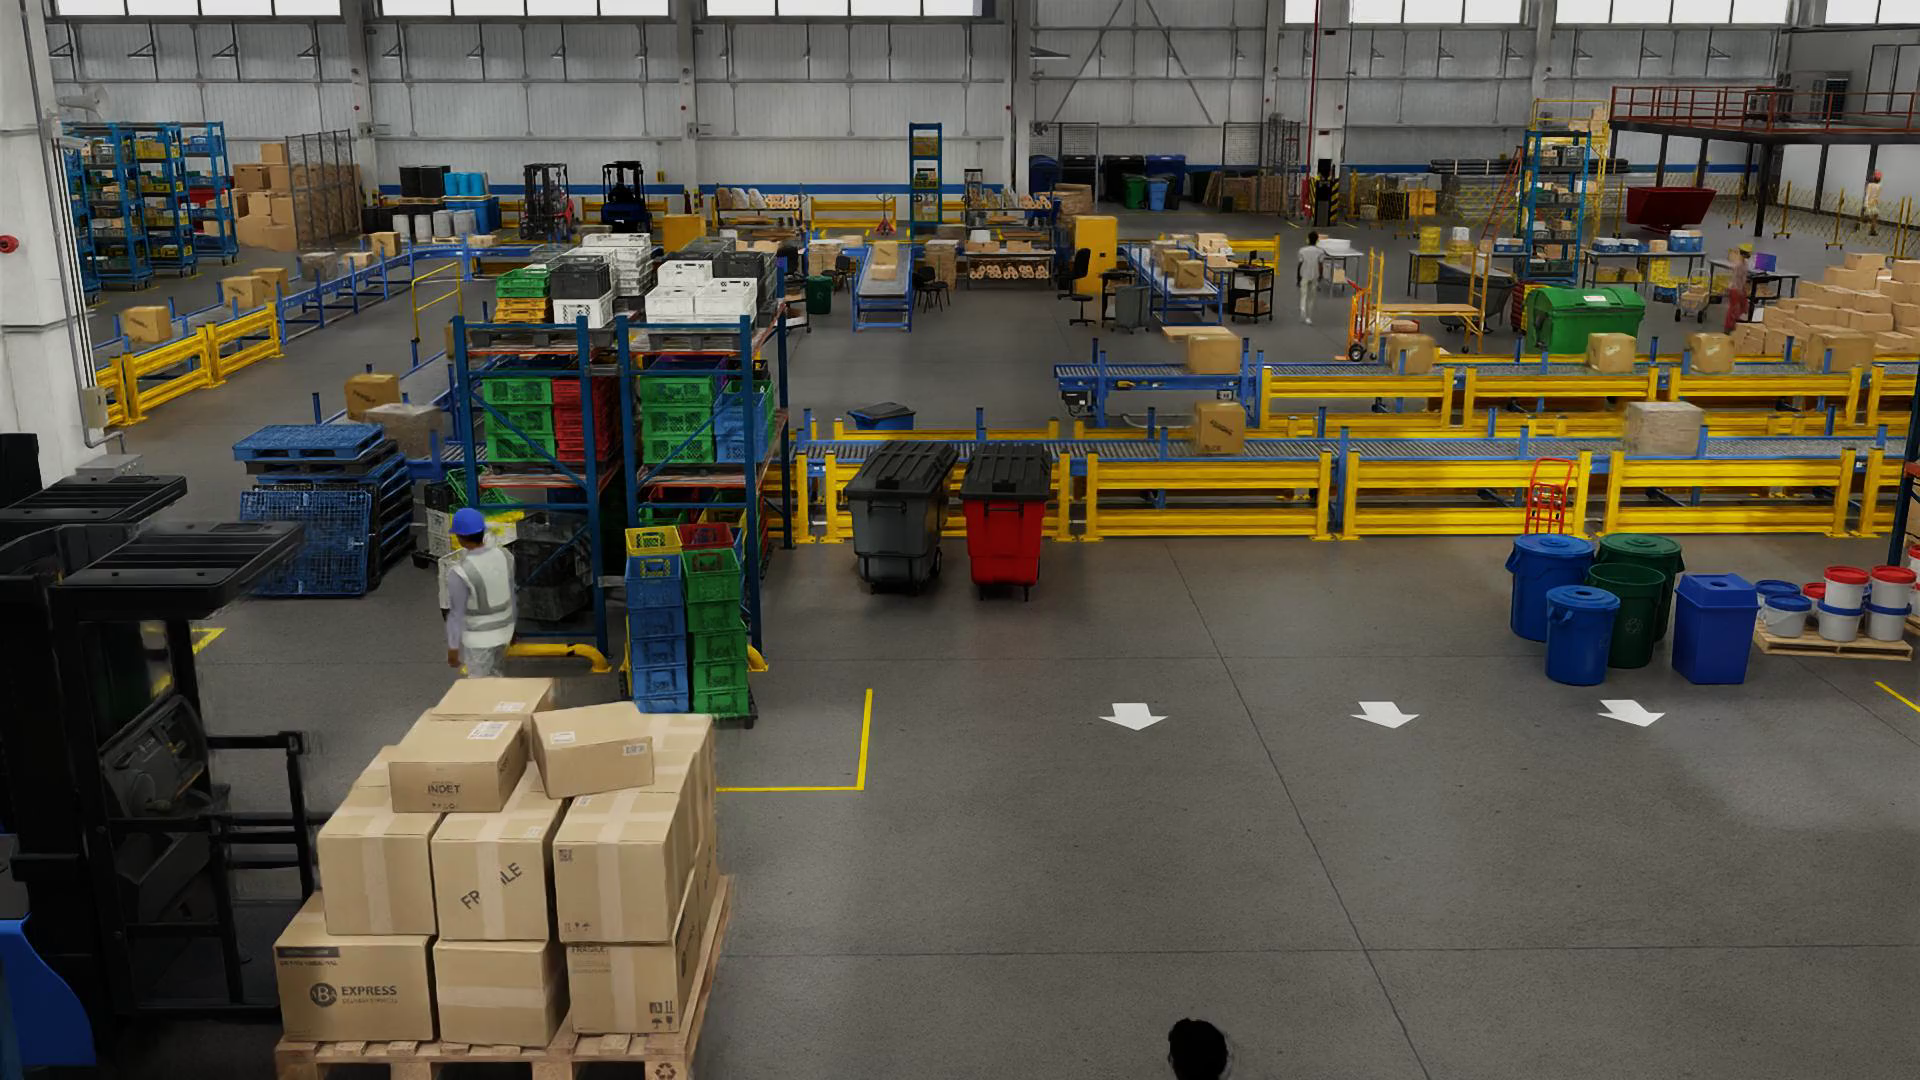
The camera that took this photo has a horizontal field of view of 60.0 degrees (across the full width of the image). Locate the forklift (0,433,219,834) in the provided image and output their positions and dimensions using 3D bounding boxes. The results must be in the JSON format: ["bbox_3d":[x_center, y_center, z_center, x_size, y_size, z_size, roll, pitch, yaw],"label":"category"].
[{"bbox_3d":[-5.952,0.780,10.366,1.873,2.768,1.129,0,16,-1],"label":"forklift"}]

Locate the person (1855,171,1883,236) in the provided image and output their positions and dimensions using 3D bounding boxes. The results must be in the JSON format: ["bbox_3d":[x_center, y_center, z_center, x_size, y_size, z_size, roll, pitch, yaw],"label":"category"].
[{"bbox_3d":[27.386,-10.119,49.973,0.555,1.916,0.777,-5,17,-16],"label":"person"}]

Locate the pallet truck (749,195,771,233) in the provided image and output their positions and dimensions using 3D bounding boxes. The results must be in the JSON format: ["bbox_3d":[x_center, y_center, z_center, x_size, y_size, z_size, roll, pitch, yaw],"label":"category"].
[{"bbox_3d":[-6.051,-9.967,50.660,0.680,1.201,1.601,0,16,-1],"label":"pallet truck"}]

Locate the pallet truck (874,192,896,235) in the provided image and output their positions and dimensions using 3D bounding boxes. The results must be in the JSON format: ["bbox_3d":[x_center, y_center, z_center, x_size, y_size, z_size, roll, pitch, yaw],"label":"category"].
[{"bbox_3d":[-2.277,-9.986,50.594,0.653,1.274,1.630,0,16,-1],"label":"pallet truck"}]

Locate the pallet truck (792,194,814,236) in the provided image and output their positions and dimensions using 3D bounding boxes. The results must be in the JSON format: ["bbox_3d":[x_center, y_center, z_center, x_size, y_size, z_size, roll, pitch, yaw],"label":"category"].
[{"bbox_3d":[-4.814,-9.883,50.259,0.704,1.261,1.522,-1,16,-3],"label":"pallet truck"}]

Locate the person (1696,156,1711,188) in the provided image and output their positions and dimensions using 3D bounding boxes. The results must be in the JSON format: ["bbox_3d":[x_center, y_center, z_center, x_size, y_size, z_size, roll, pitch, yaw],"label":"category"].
[{"bbox_3d":[25.963,-12.512,58.297,0.609,1.905,0.577,-8,18,-27],"label":"person"}]

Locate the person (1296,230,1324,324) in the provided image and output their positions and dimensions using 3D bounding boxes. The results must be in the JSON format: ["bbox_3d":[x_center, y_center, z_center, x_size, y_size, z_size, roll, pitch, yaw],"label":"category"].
[{"bbox_3d":[6.921,-5.183,32.926,0.542,1.846,0.623,5,17,15],"label":"person"}]

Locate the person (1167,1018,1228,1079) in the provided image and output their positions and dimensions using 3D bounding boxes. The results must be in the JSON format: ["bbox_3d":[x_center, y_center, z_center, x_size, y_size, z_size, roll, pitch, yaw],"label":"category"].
[{"bbox_3d":[0.841,2.556,6.356,0.545,1.651,0.867,-9,18,-28],"label":"person"}]

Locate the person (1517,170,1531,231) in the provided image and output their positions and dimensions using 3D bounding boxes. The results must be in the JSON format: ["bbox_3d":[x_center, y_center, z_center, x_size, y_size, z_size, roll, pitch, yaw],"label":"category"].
[{"bbox_3d":[17.362,-10.408,51.031,0.574,1.883,0.355,0,16,-1],"label":"person"}]

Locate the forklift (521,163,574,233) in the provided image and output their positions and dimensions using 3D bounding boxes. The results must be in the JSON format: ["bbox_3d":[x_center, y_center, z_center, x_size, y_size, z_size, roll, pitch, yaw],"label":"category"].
[{"bbox_3d":[-12.233,-10.122,49.298,1.157,1.987,2.680,0,16,-1],"label":"forklift"}]

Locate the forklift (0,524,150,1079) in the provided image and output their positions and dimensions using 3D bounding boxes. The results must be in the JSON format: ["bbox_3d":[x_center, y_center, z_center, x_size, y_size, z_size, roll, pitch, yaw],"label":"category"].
[{"bbox_3d":[-4.364,1.368,8.321,1.873,2.768,1.129,0,16,-1],"label":"forklift"}]

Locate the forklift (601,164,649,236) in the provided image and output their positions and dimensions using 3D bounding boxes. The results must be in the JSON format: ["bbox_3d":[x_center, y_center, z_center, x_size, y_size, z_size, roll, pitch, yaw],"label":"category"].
[{"bbox_3d":[-9.948,-10.127,49.296,1.157,1.987,2.680,-1,16,-3],"label":"forklift"}]

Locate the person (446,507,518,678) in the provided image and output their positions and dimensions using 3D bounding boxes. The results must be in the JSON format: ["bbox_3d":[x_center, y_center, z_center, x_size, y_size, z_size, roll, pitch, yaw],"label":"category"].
[{"bbox_3d":[-3.542,0.694,12.345,0.438,1.928,0.630,7,18,24],"label":"person"}]

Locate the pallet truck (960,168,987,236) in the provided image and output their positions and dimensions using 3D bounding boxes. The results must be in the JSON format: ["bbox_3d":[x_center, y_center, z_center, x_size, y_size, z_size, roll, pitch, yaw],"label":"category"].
[{"bbox_3d":[0.383,-10.230,50.206,0.823,1.965,1.885,-1,16,-3],"label":"pallet truck"}]

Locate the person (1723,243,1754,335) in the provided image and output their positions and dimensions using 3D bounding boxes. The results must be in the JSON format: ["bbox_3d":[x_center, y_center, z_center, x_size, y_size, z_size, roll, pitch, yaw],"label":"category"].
[{"bbox_3d":[14.819,-4.758,31.599,0.539,1.750,0.424,-14,21,-40],"label":"person"}]

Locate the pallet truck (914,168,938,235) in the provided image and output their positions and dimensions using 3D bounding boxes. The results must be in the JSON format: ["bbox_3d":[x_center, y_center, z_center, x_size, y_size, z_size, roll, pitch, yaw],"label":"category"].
[{"bbox_3d":[-0.989,-10.316,50.507,0.823,1.965,1.885,1,16,3],"label":"pallet truck"}]
